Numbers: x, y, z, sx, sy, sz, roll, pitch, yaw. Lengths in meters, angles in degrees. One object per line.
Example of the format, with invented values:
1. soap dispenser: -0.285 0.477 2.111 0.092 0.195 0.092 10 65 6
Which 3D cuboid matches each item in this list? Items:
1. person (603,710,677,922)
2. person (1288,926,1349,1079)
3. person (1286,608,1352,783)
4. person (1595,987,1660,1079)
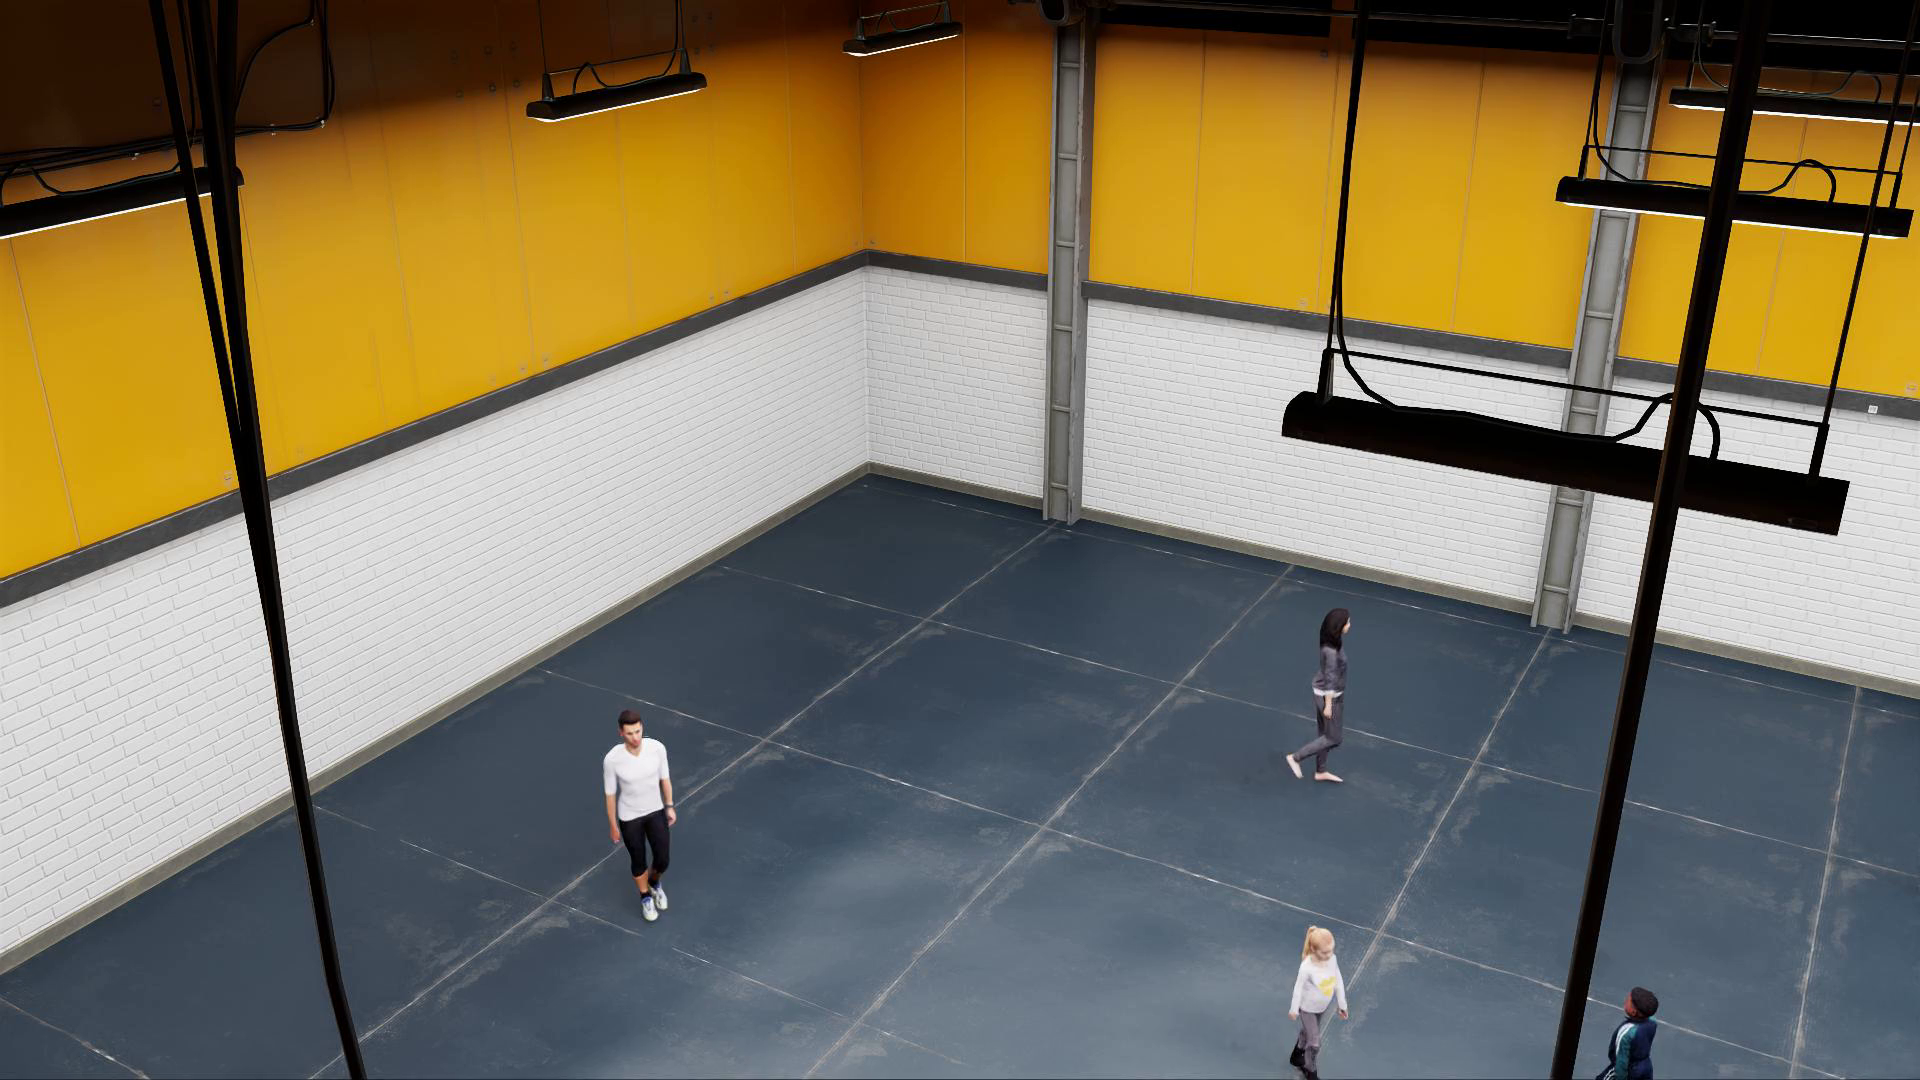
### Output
1. person: -2.538 2.124 13.163 0.816 1.841 0.856 -9 25 -20
2. person: 2.391 3.174 11.484 0.641 1.262 0.754 -18 29 -35
3. person: 3.211 1.414 14.901 0.880 1.750 0.784 2 24 4
4. person: 4.417 3.476 10.834 0.794 1.228 0.958 -12 26 -26
